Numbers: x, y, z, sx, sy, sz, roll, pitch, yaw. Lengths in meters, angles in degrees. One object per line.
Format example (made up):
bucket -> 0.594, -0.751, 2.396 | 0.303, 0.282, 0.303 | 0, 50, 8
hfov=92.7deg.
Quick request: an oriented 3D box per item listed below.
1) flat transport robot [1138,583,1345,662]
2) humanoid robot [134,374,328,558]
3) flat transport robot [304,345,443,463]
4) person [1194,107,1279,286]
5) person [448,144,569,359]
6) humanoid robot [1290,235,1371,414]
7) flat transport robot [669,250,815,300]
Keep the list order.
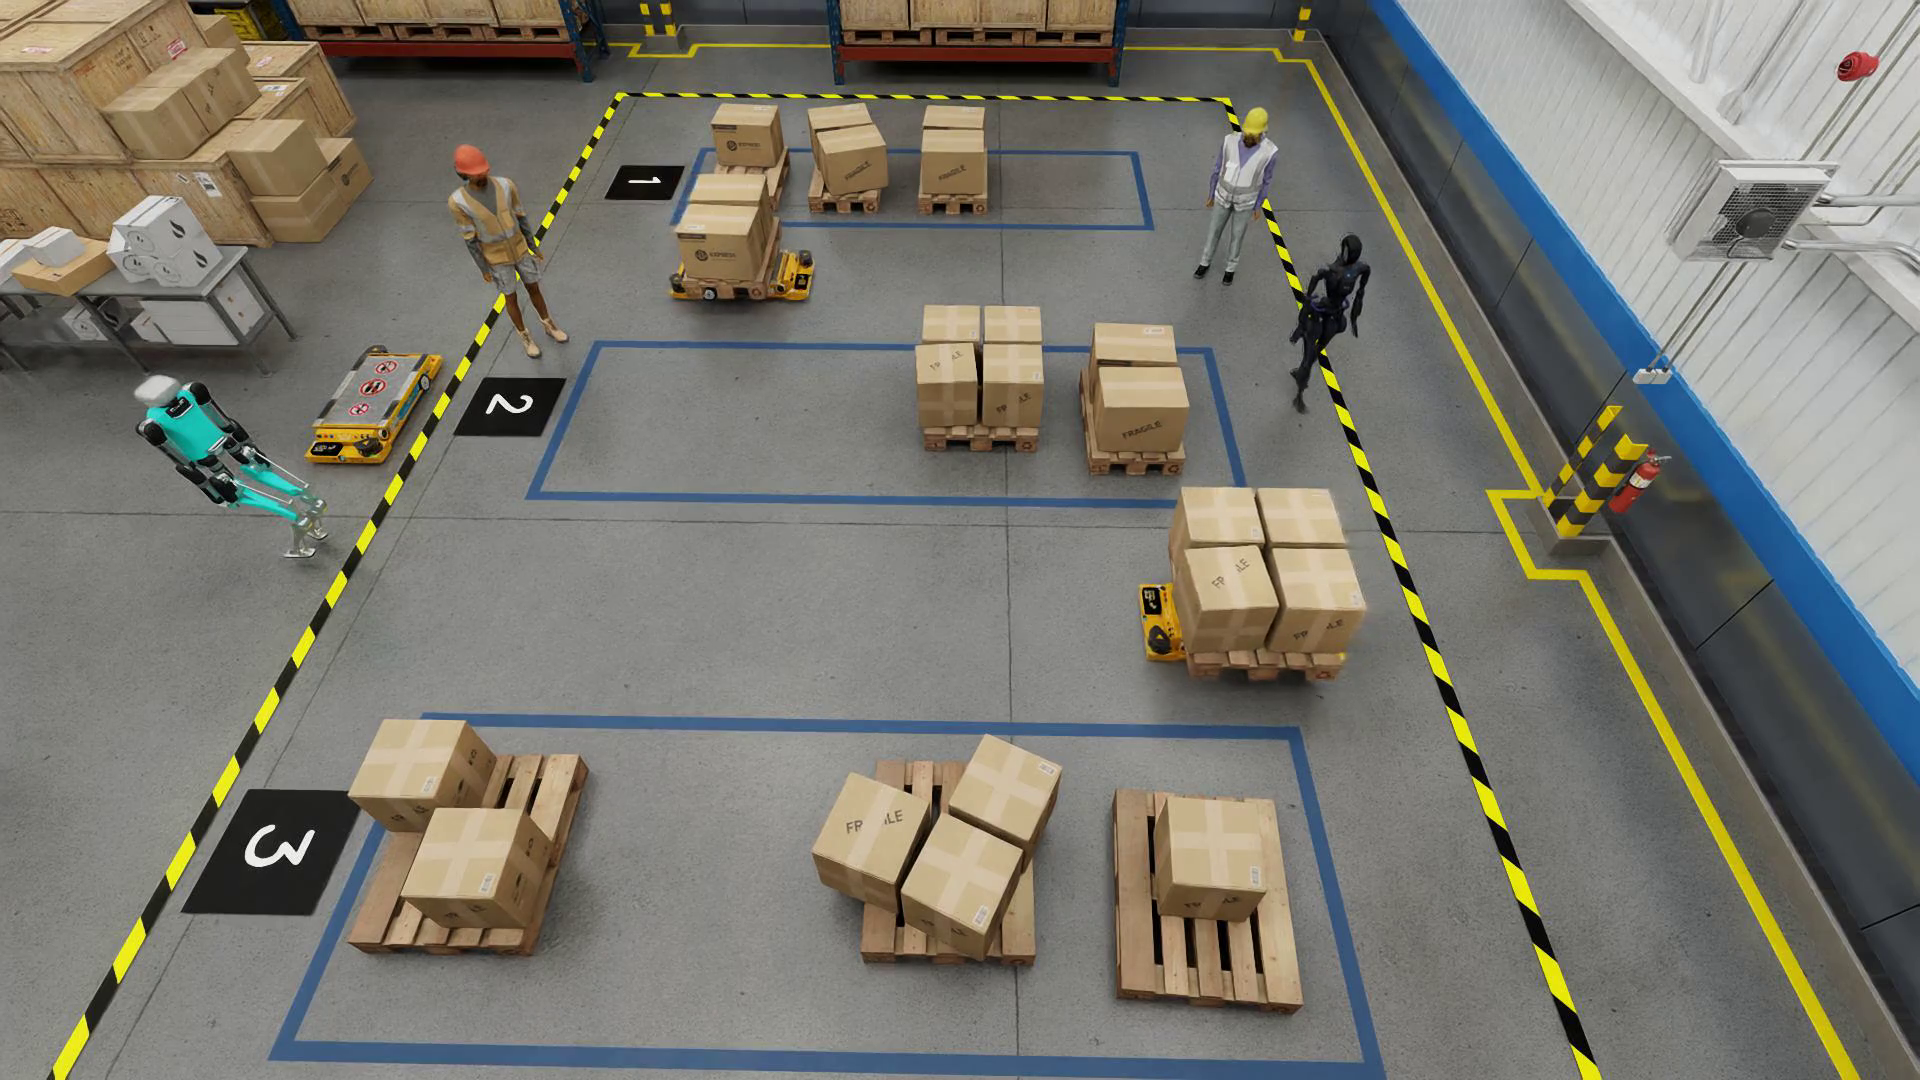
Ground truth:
flat transport robot -> 2.092, 0.585, 6.853 | 1.431, 0.197, 0.652 | 1, 50, 1
humanoid robot -> -5.172, -0.476, 6.721 | 0.735, 1.675, 0.533 | 9, 50, 8
flat transport robot -> -5.383, -1.269, 8.441 | 0.659, 0.231, 1.431 | 1, 50, 1
person -> 2.785, -3.454, 9.264 | 0.585, 1.833, 0.404 | 20, 53, 16
person -> -4.158, -2.634, 8.432 | 0.365, 2.047, 0.606 | 35, 58, 26
humanoid robot -> 3.263, -1.908, 8.071 | 0.598, 1.636, 0.675 | -7, 50, -6
flat transport robot -> -2.305, -2.835, 9.747 | 1.431, 0.197, 0.652 | 1, 50, 1
